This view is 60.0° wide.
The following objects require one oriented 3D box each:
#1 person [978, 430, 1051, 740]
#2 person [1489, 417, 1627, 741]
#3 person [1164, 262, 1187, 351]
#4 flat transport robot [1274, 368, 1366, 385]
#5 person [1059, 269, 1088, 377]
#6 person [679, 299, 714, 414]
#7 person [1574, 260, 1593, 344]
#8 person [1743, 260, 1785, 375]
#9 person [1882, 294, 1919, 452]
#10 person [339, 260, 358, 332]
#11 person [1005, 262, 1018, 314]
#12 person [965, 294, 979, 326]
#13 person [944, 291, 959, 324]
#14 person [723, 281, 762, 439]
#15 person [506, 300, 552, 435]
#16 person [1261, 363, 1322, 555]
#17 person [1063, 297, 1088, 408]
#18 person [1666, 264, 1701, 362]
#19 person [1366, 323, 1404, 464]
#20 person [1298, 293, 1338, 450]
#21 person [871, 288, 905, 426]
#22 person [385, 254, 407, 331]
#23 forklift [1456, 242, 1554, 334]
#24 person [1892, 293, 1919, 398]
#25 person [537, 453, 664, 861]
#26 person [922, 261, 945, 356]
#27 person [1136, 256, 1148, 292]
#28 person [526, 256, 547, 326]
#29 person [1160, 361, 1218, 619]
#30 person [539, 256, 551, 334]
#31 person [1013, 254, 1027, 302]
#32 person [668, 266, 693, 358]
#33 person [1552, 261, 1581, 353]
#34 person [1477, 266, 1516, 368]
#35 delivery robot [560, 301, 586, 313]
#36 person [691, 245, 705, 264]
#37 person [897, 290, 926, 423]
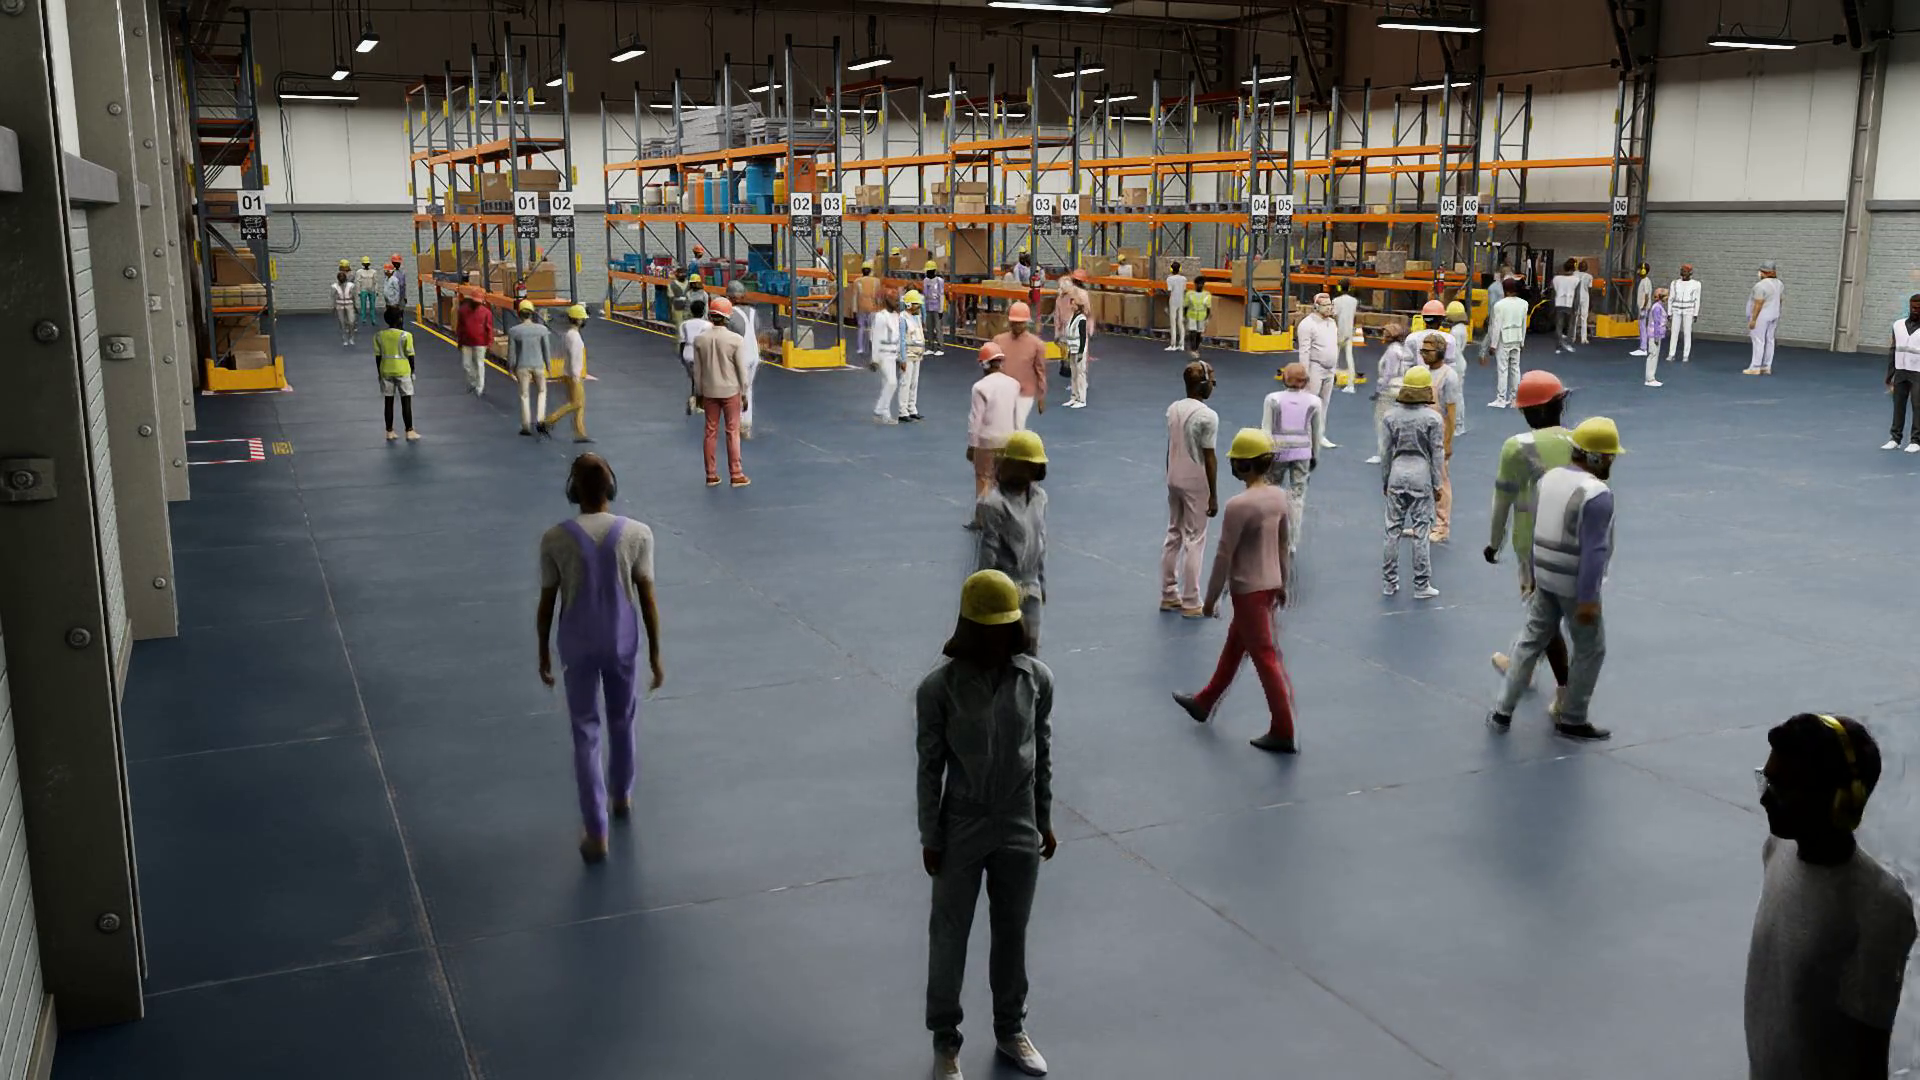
[{"bbox_3d":[0.246,0.242,9.089,0.555,1.725,0.502,10,15,42],"label":"person"},{"bbox_3d":[3.266,0.218,9.090,0.592,1.795,0.626,-3,11,-14],"label":"person"},{"bbox_3d":[4.510,-4.897,34.874,0.520,1.865,0.335,-6,12,-27],"label":"person"},{"bbox_3d":[6.116,-2.802,28.281,0.652,0.197,1.431,-10,15,-41],"label":"flat transport robot"},{"bbox_3d":[1.961,-3.791,29.158,0.617,1.907,0.508,6,13,27],"label":"person"},{"bbox_3d":[-3.751,-2.577,23.587,0.541,1.669,0.720,3,12,15],"label":"person"},{"bbox_3d":[13.701,-5.248,36.703,0.508,1.846,0.345,8,14,37],"label":"person"},{"bbox_3d":[14.359,-3.989,29.802,0.689,2.000,0.539,-6,13,-30],"label":"person"},{"bbox_3d":[11.542,-2.023,20.153,0.397,1.911,0.587,-6,13,-30],"label":"person"},{"bbox_3d":[-14.951,-5.951,40.541,0.312,1.742,0.496,6,12,26],"label":"person"},{"bbox_3d":[1.395,-6.307,42.628,0.532,1.624,0.345,-7,13,-30],"label":"person"},{"bbox_3d":[0.311,-6.435,42.859,0.544,1.802,1.017,-2,11,-11],"label":"person"},{"bbox_3d":[-0.159,-6.569,43.496,0.616,1.808,0.589,-3,11,-13],"label":"person"},{"bbox_3d":[-2.855,-2.293,21.183,0.537,2.000,0.713,8,13,34],"label":"person"},{"bbox_3d":[-5.595,-2.234,21.609,0.566,1.756,0.361,-4,12,-18],"label":"person"},{"bbox_3d":[2.802,-0.708,14.206,0.531,1.610,0.694,0,11,2],"label":"person"},{"bbox_3d":[1.737,-2.784,24.689,0.309,1.645,0.515,-3,12,-17],"label":"person"},{"bbox_3d":[14.055,-4.408,32.337,0.574,1.883,0.356,7,13,33],"label":"person"},{"bbox_3d":[4.874,-1.676,19.113,0.431,1.623,0.549,2,11,8],"label":"person"},{"bbox_3d":[4.399,-2.055,20.317,0.652,1.906,0.409,-10,15,-40],"label":"person"},{"bbox_3d":[-0.971,-2.464,22.496,0.411,1.864,0.620,4,12,21],"label":"person"},{"bbox_3d":[-13.062,-5.668,38.639,0.401,1.928,0.543,7,13,30],"label":"person"},{"bbox_3d":[13.047,-6.049,39.881,2.313,2.155,1.214,-5,12,-23],"label":"forklift"},{"bbox_3d":[15.042,-3.177,25.937,0.398,1.947,0.715,-5,12,-25],"label":"person"},{"bbox_3d":[-1.666,0.490,7.654,0.540,1.801,0.867,-4,12,-18],"label":"person"},{"bbox_3d":[-0.560,-4.691,33.699,0.585,1.918,0.410,11,15,43],"label":"person"},{"bbox_3d":[4.990,-6.778,44.786,0.580,1.725,0.762,-2,11,-8],"label":"person"},{"bbox_3d":[-10.837,-6.337,42.378,0.587,1.795,0.986,-9,14,-38],"label":"person"},{"bbox_3d":[1.653,-0.357,11.878,0.342,1.838,0.502,-7,13,-33],"label":"person"},{"bbox_3d":[-9.971,-5.817,39.595,0.424,1.850,0.632,4,12,18],"label":"person"},{"bbox_3d":[1.616,-6.321,42.217,0.520,1.839,0.640,8,14,35],"label":"person"},{"bbox_3d":[-5.474,-4.514,33.025,0.611,1.813,0.781,-6,13,-27],"label":"person"},{"bbox_3d":[12.559,-4.819,34.425,0.592,1.890,0.750,8,13,34],"label":"person"},{"bbox_3d":[10.074,-4.164,31.095,0.636,1.897,1.012,-3,12,-16],"label":"person"},{"bbox_3d":[-10.700,-6.464,45.931,0.477,0.478,0.707,9,14,38],"label":"delivery robot"},{"bbox_3d":[-6.853,-6.695,43.568,0.393,2.036,0.605,-1,11,-5],"label":"person"},{"bbox_3d":[-0.679,-2.526,22.933,0.403,1.824,0.590,5,12,22],"label":"person"}]
